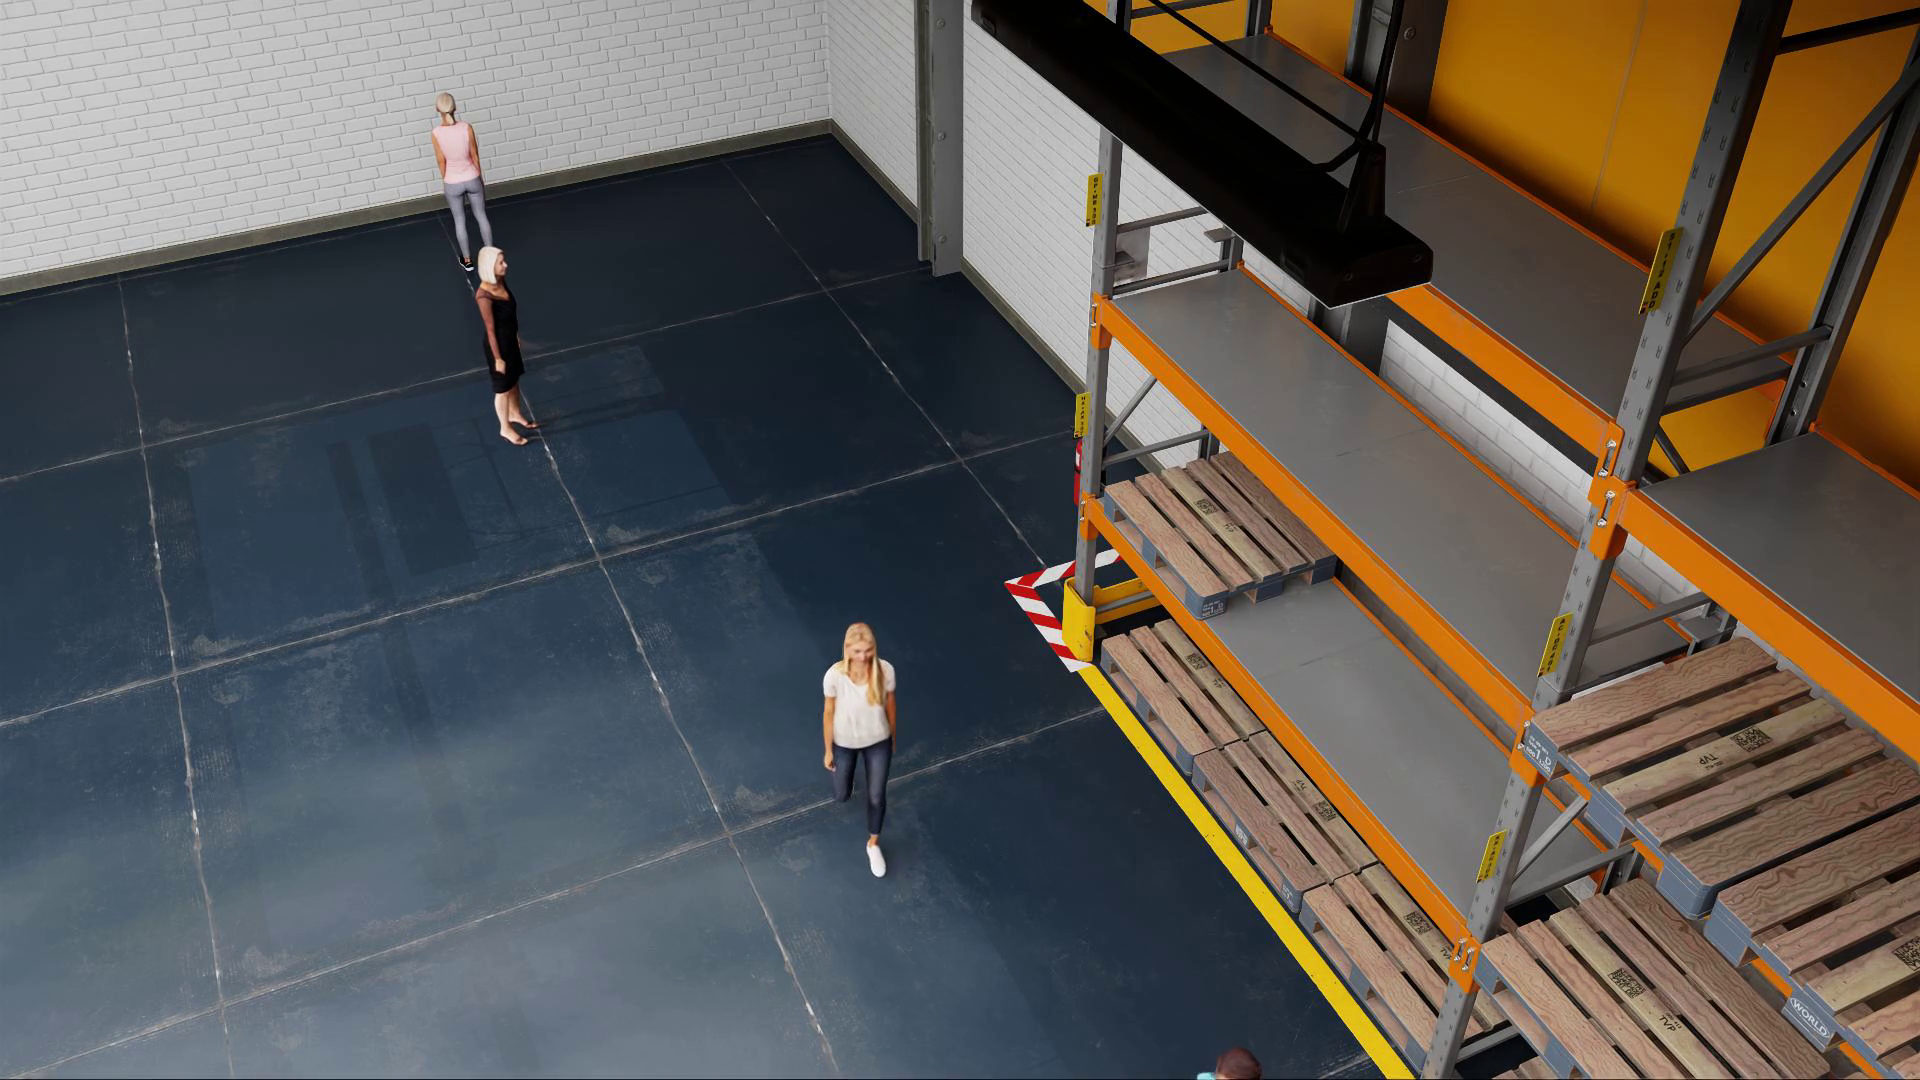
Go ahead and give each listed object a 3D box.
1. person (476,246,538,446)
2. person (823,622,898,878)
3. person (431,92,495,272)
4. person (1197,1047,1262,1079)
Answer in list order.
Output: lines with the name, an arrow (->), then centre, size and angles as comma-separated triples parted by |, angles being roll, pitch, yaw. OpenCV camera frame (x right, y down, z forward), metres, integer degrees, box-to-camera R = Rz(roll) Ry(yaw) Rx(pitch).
person -> -3.637, -1.543, 13.201 | 0.730, 1.742, 0.636 | 6, 39, 7
person -> -0.604, 1.145, 9.793 | 0.773, 1.794, 1.022 | -6, 39, -8
person -> -4.622, -3.332, 15.453 | 0.549, 1.726, 0.524 | -15, 41, -18
person -> 1.258, 2.872, 7.822 | 0.558, 1.555, 0.673 | 30, 48, 32
